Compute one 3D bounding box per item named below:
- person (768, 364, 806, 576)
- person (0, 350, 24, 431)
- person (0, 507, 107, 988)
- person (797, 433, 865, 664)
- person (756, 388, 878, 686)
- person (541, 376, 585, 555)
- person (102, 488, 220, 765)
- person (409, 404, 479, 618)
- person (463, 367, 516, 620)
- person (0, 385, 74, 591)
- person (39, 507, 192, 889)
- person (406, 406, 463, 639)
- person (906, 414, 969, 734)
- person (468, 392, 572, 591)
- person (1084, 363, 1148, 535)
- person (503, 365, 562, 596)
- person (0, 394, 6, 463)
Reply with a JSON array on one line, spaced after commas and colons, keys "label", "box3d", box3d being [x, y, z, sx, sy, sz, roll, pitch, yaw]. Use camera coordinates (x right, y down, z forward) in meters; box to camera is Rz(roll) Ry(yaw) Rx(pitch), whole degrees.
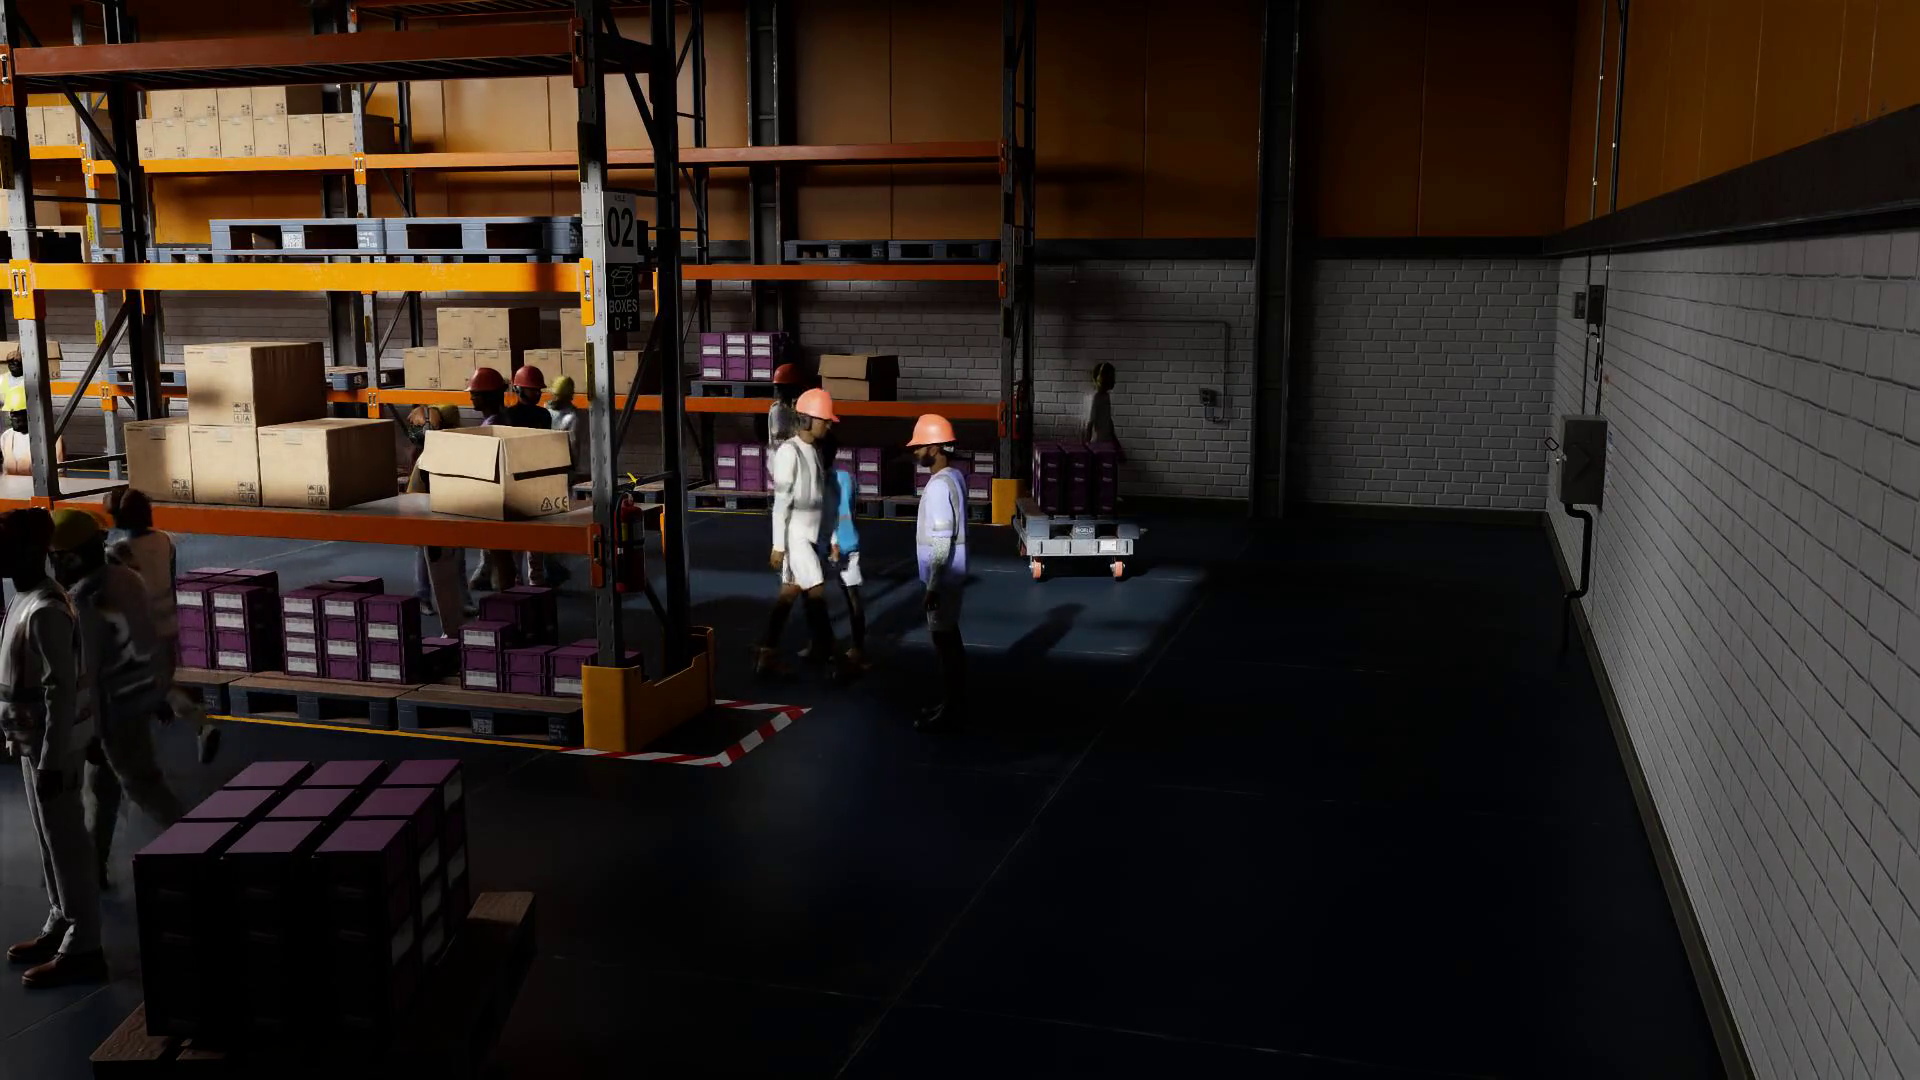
[{"label": "person", "box3d": [-1.565, -0.637, 15.172, 0.354, 1.939, 0.545, 0, 9, 0]}, {"label": "person", "box3d": [-11.080, -1.319, 19.664, 0.623, 1.837, 0.428, 1, 9, 5]}, {"label": "person", "box3d": [-3.615, 0.804, 6.561, 0.356, 1.883, 0.574, -7, 12, -37]}, {"label": "person", "box3d": [-0.952, 0.059, 11.710, 0.640, 1.666, 0.587, 7, 11, 35]}, {"label": "person", "box3d": [-0.952, -0.013, 11.197, 1.000, 1.991, 0.631, 2, 10, 13]}, {"label": "person", "box3d": [-3.907, -0.723, 16.201, 0.662, 1.774, 0.411, 6, 11, 34]}, {"label": "person", "box3d": [-4.408, 0.517, 9.087, 0.518, 1.621, 0.530, 3, 10, 18]}, {"label": "person", "box3d": [-4.110, -0.215, 13.227, 0.558, 1.712, 0.857, -9, 13, -44]}, {"label": "person", "box3d": [-3.615, -0.310, 12.861, 0.374, 2.044, 0.607, -2, 9, -11]}, {"label": "person", "box3d": [-7.104, -0.231, 12.766, 0.589, 1.919, 0.399, 3, 10, 19]}, {"label": "person", "box3d": [-3.674, 0.723, 7.386, 0.889, 1.782, 0.615, -1, 9, -5]}, {"label": "person", "box3d": [-3.743, -0.044, 11.897, 0.430, 1.835, 0.622, -2, 10, -14]}, {"label": "person", "box3d": [-0.138, 0.204, 10.056, 0.377, 1.932, 0.552, 2, 9, 10]}, {"label": "person", "box3d": [-3.857, -0.466, 14.315, 0.975, 1.895, 0.640, -1, 9, -7]}, {"label": "person", "box3d": [1.476, -0.939, 17.384, 0.973, 1.822, 0.538, 3, 10, 16]}, {"label": "person", "box3d": [-3.613, -0.473, 14.005, 0.398, 1.990, 0.623, 5, 10, 26]}, {"label": "person", "box3d": [-10.193, -0.920, 17.218, 0.505, 1.832, 0.645, 6, 11, 33]}]
